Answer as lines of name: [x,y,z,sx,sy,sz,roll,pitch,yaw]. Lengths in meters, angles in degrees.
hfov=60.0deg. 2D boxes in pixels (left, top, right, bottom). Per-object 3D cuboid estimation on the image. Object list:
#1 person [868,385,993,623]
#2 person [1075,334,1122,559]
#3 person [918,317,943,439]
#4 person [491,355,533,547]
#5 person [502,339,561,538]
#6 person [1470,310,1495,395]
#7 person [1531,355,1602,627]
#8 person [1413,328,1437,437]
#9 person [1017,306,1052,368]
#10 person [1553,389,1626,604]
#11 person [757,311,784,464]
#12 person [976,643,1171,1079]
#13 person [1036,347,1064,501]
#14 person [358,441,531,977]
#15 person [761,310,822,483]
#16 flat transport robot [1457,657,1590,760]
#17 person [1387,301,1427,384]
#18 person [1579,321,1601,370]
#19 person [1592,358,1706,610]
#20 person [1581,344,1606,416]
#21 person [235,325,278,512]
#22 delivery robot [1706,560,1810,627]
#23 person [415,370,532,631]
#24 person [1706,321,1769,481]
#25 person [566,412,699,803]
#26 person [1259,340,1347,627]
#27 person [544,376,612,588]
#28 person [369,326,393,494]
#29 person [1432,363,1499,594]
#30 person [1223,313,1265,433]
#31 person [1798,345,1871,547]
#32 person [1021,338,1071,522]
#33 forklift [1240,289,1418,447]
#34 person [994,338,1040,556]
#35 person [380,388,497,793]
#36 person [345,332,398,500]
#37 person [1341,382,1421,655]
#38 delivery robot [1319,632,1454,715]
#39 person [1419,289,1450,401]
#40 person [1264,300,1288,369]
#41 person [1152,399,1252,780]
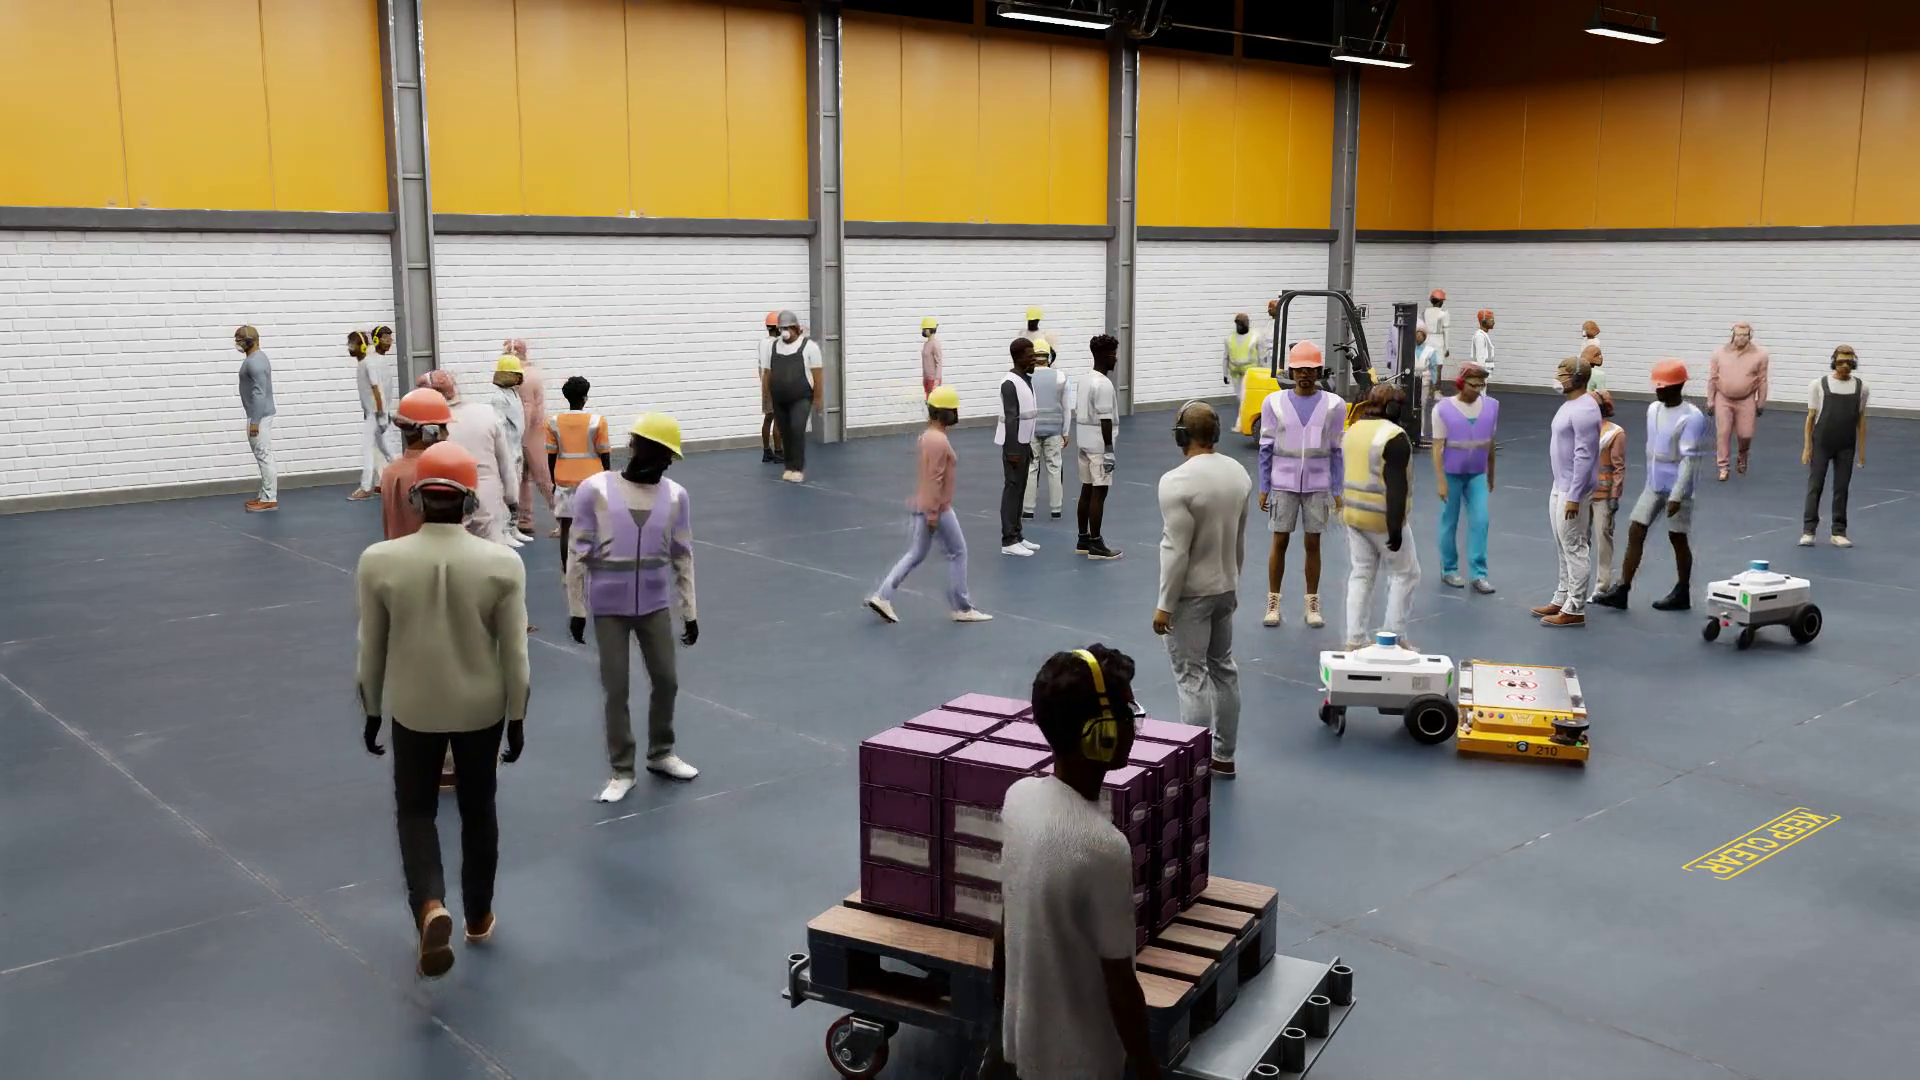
person: [-0.233,-0.245,11.906,0.868,1.731,0.525,-2,10,-12]
person: [1.211,-0.819,14.554,0.362,1.963,0.614,-3,10,-16]
person: [-0.422,-2.296,23.785,0.330,1.767,0.528,-4,10,-21]
person: [-4.086,-0.814,15.176,0.308,1.741,0.494,0,10,3]
person: [-4.002,-0.957,15.695,0.698,1.871,0.664,-3,10,-15]
person: [7.375,-2.304,23.494,0.353,1.883,0.578,3,10,17]
person: [4.350,-0.345,11.862,0.372,1.940,0.629,2,10,9]
person: [6.622,-2.260,24.070,0.536,1.595,0.783,2,10,14]
person: [1.133,-2.535,24.807,0.607,1.904,0.731,8,13,39]
person: [4.833,-0.338,12.694,0.314,1.639,0.514,-5,11,-26]
person: [-2.351,-1.944,21.220,0.361,1.940,0.543,-8,12,-38]
person: [0.203,1.126,3.587,0.959,1.830,0.519,-3,10,-15]
person: [0.912,-1.244,17.846,0.535,1.695,0.318,4,11,24]
person: [-1.886,0.623,6.113,0.613,1.965,0.769,-3,10,-17]
person: [-2.015,-1.681,19.380,0.699,2.000,0.802,3,10,16]
flat transport robot: [3.134,0.921,9.323,0.652,0.197,1.431,3,10,16]
person: [7.290,-2.960,27.275,0.642,1.905,0.399,8,13,40]
person: [9.784,-2.597,25.952,0.297,1.632,0.532,-2,10,-9]
person: [5.102,-0.382,12.206,0.907,1.891,0.567,-3,10,-19]
person: [7.168,-1.409,18.968,0.285,1.636,0.499,-5,11,-25]
person: [-7.277,-1.258,17.215,0.371,1.935,0.627,-4,10,-21]
delivery robot: [5.459,0.382,11.373,0.707,0.478,0.477,-5,11,-27]
person: [-3.372,-0.242,11.478,0.781,1.874,0.398,-7,12,-36]
person: [9.142,-1.639,19.598,0.641,1.886,0.552,5,11,27]
person: [-1.604,0.320,8.150,0.661,1.883,0.392,-5,11,-27]
person: [2.424,-0.390,11.814,0.605,2.045,0.377,1,10,8]
person: [-3.018,-0.454,13.216,0.532,1.693,0.319,0,10,2]
person: [-6.415,-1.439,18.505,0.332,1.860,0.520,-2,10,-11]
person: [3.981,-0.480,13.034,0.592,1.796,0.783,-1,10,-8]
person: [4.297,-2.528,25.112,0.631,1.797,0.989,6,11,30]
person: [7.914,-0.838,15.061,0.559,1.837,0.391,2,10,14]
person: [0.807,-1.088,16.535,0.587,1.828,0.404,-1,10,-4]
forklift: [5.034,-2.339,22.783,2.313,2.155,1.214,3,10,16]
person: [0.513,-0.832,14.767,0.392,1.920,0.587,3,10,14]
person: [-2.610,0.248,8.222,0.611,1.995,0.376,9,13,41]
person: [-6.455,-1.367,18.223,0.664,1.824,0.595,-4,11,-24]
person: [2.777,-0.116,10.876,0.615,1.814,0.642,-4,10,-22]
delivery robot: [2.348,0.754,9.194,0.707,0.478,0.477,2,10,9]
person: [8.660,-3.546,30.300,0.395,2.038,0.614,-9,13,-42]
person: [5.445,-3.204,28.755,0.337,1.882,0.585,-4,10,-21]
person: [1.185,0.275,8.232,0.632,1.936,0.359,-9,13,-44]
